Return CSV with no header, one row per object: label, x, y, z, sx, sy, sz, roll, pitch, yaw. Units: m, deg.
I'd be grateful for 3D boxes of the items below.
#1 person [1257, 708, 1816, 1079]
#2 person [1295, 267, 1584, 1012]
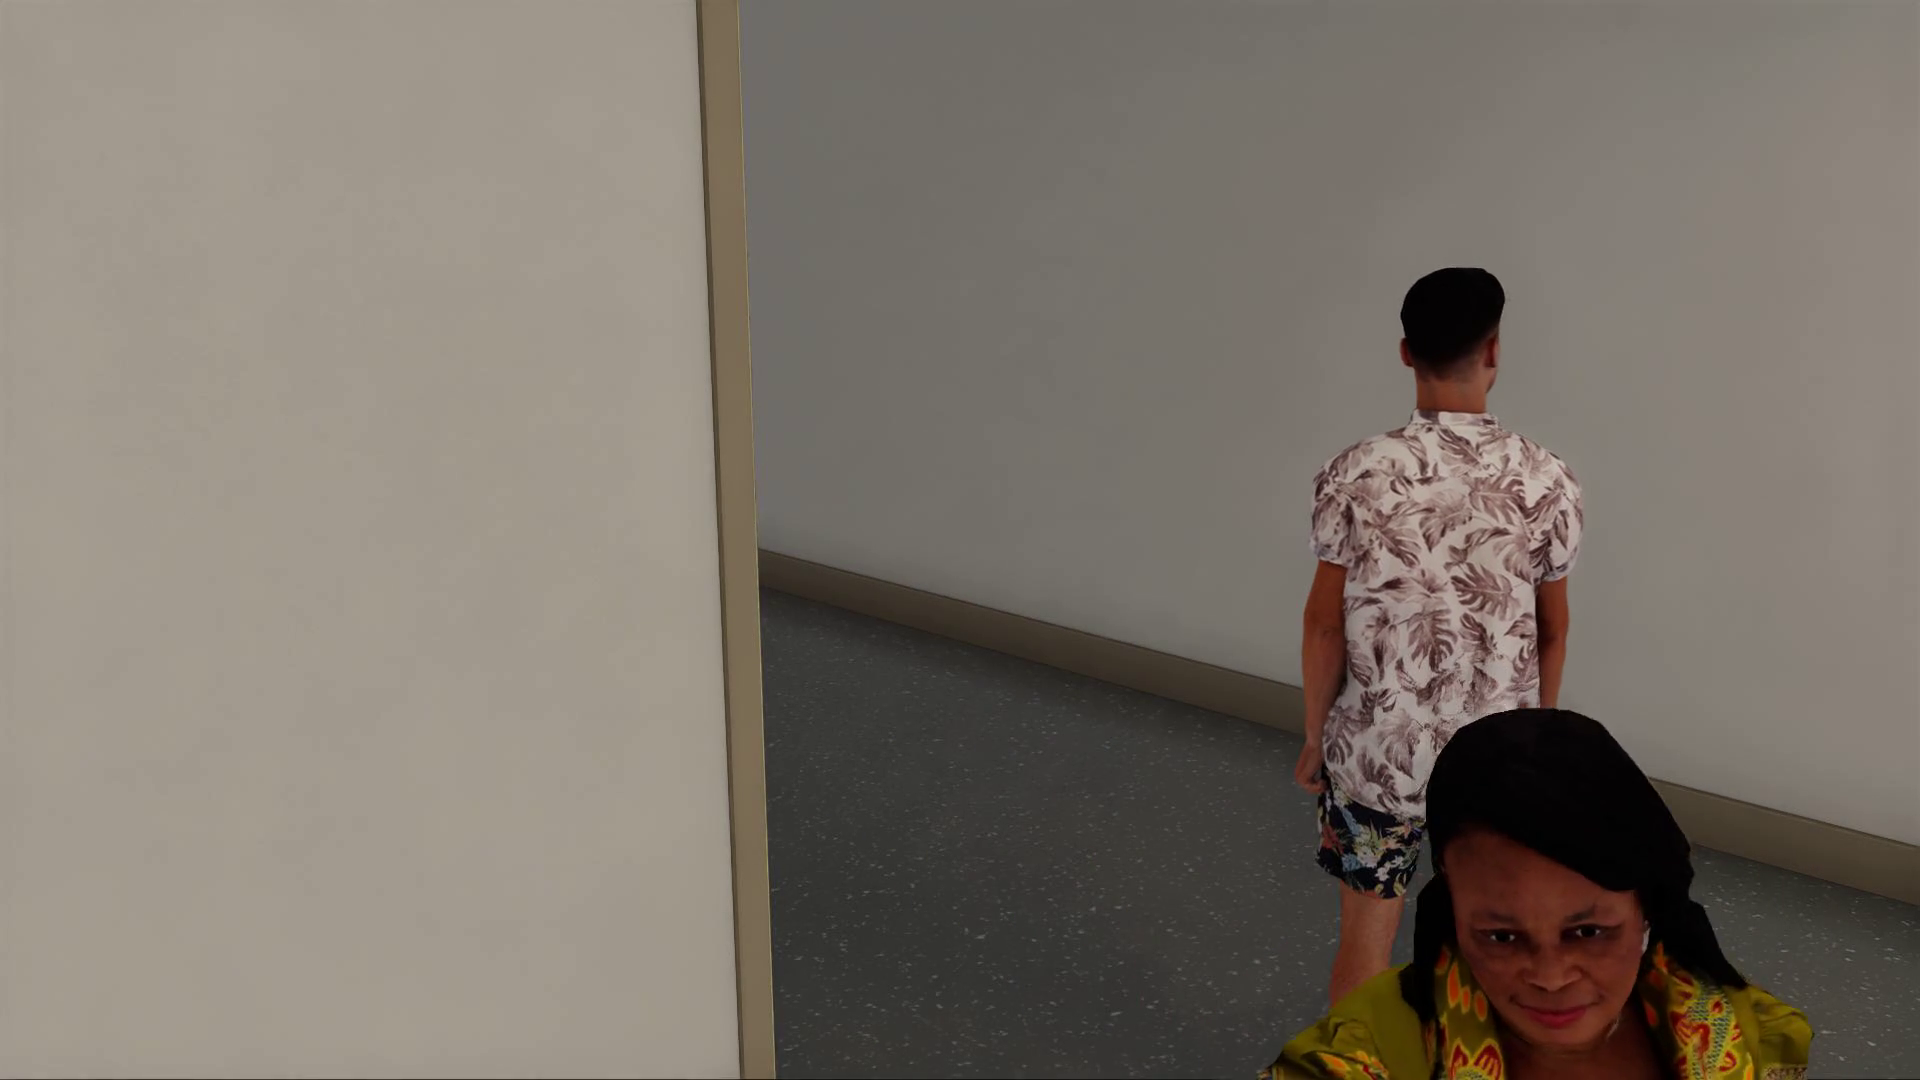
person,0.532,0.924,1.745,1.440,1.599,1.313,-5,17,-19
person,0.932,0.380,3.278,0.749,1.815,0.763,2,16,6
